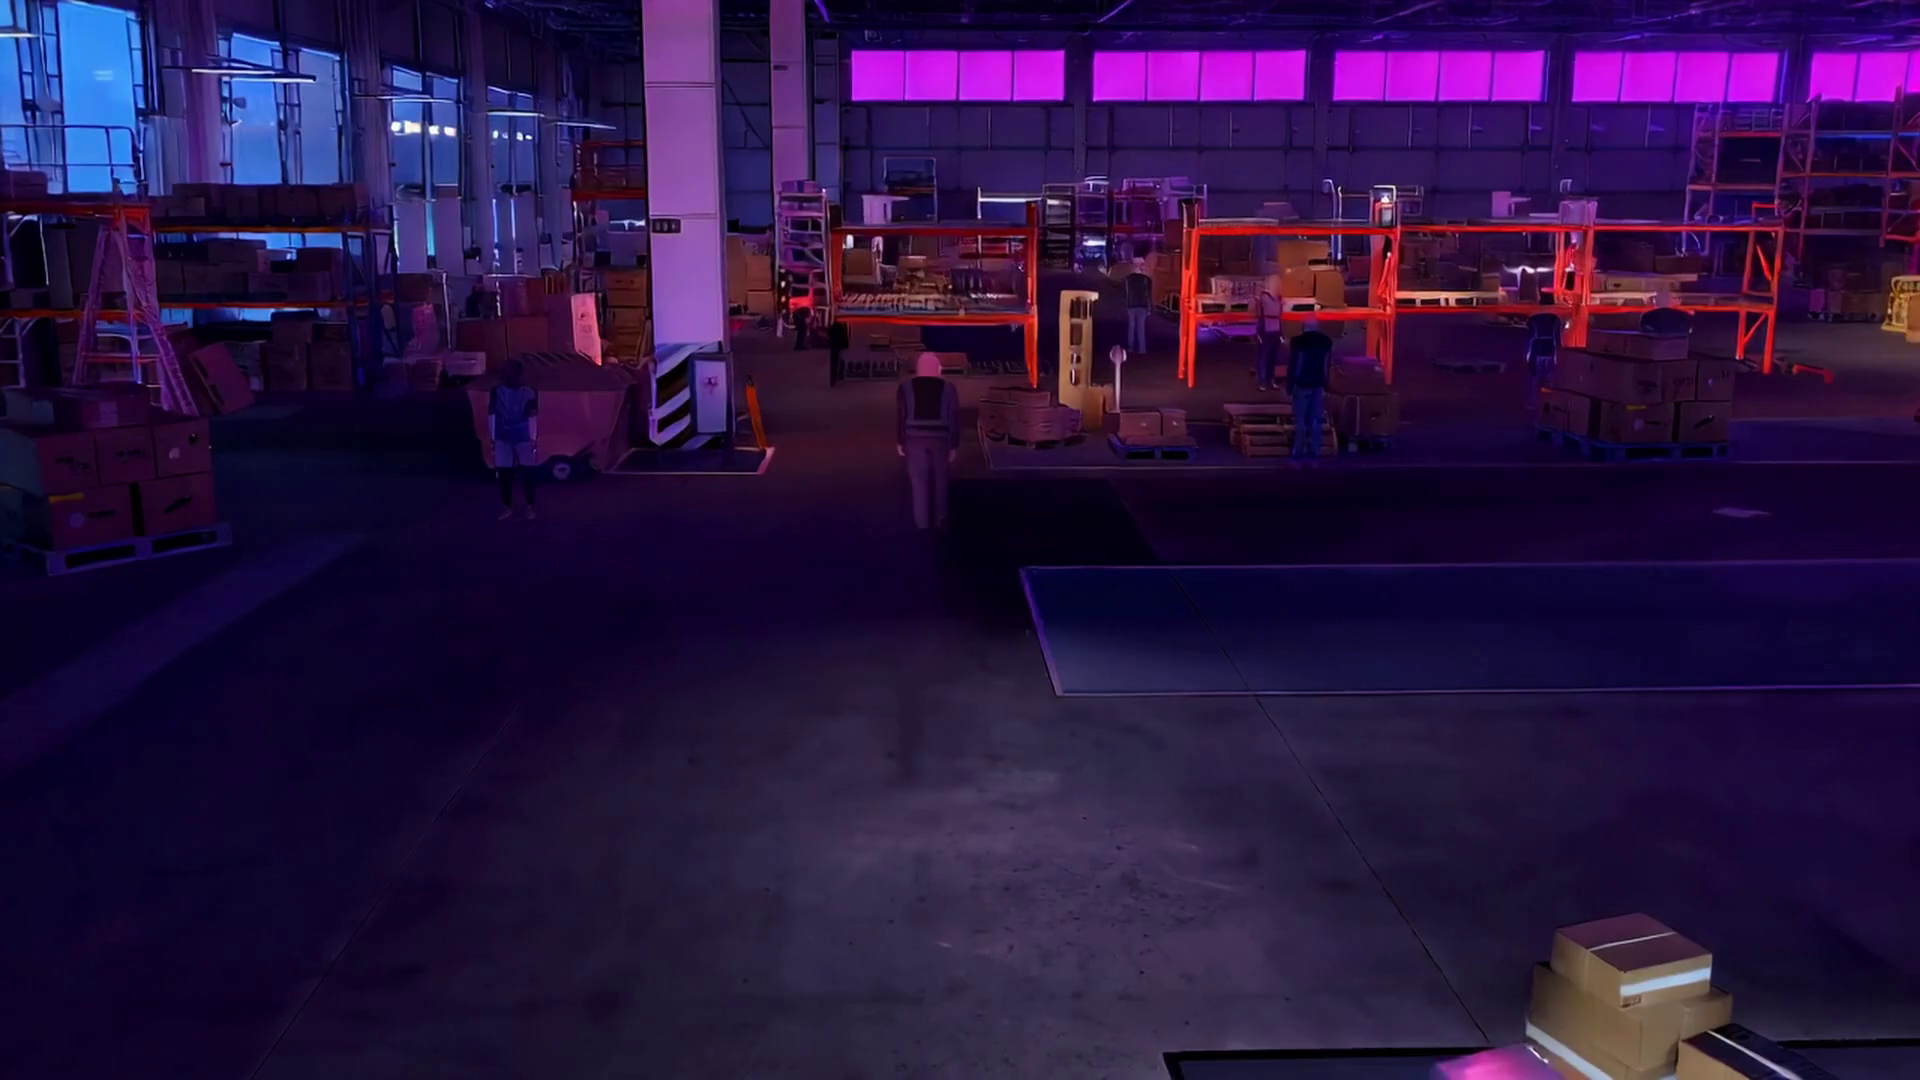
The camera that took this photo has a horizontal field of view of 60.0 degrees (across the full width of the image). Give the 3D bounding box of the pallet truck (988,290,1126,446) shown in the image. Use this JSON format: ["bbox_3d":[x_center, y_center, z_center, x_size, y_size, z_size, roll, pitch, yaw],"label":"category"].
[{"bbox_3d":[1.257,-2.299,22.111,1.885,1.965,0.823,-9,15,-35],"label":"pallet truck"}]

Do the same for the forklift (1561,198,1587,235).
[{"bbox_3d":[17.204,-8.212,46.797,1.873,2.768,1.129,0,12,-2],"label":"forklift"}]

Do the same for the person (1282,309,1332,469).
[{"bbox_3d":[4.200,-1.829,20.157,0.621,1.933,0.374,-8,15,-31],"label":"person"}]

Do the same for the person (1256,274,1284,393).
[{"bbox_3d":[5.040,-3.359,27.081,0.592,1.917,0.392,-10,16,-38],"label":"person"}]

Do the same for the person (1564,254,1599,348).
[{"bbox_3d":[12.354,-4.714,33.176,0.699,1.932,0.379,-1,13,-3],"label":"person"}]

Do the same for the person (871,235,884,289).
[{"bbox_3d":[-2.538,-8.665,51.130,0.342,1.881,0.582,-6,14,-24],"label":"person"}]

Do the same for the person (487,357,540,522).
[{"bbox_3d":[-4.562,-1.021,17.020,0.538,1.700,0.317,0,12,2],"label":"person"}]

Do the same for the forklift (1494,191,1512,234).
[{"bbox_3d":[20.445,-11.777,62.895,1.873,2.768,1.129,0,12,-2],"label":"forklift"}]

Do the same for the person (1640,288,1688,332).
[{"bbox_3d":[9.945,-2.600,23.606,0.630,1.940,0.372,2,13,11],"label":"person"}]

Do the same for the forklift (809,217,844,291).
[{"bbox_3d":[-4.375,-8.619,48.637,1.873,2.768,1.129,0,12,-2],"label":"forklift"}]

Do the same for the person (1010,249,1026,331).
[{"bbox_3d":[1.396,-5.624,37.501,0.501,1.832,0.403,4,13,18],"label":"person"}]

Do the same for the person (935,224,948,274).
[{"bbox_3d":[-0.629,-9.436,54.541,0.769,1.919,0.639,-4,13,-17],"label":"person"}]

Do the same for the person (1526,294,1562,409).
[{"bbox_3d":[8.817,-2.839,25.127,0.493,1.743,0.310,5,13,21],"label":"person"}]

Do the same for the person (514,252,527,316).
[{"bbox_3d":[-10.754,-6.240,40.741,0.313,1.633,0.522,-5,13,-22],"label":"person"}]

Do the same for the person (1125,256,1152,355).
[{"bbox_3d":[3.511,-4.600,32.661,0.588,1.927,0.371,8,15,34],"label":"person"}]

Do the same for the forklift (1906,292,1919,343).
[{"bbox_3d":[20.686,-5.380,34.013,1.873,2.768,1.129,0,12,-2],"label":"forklift"}]

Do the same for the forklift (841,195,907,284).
[{"bbox_3d":[-2.772,-9.619,53.151,1.873,2.768,1.129,-7,14,-29],"label":"forklift"}]

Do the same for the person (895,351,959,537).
[{"bbox_3d":[-0.329,-0.977,16.574,0.630,1.814,0.816,0,12,-1],"label":"person"}]
